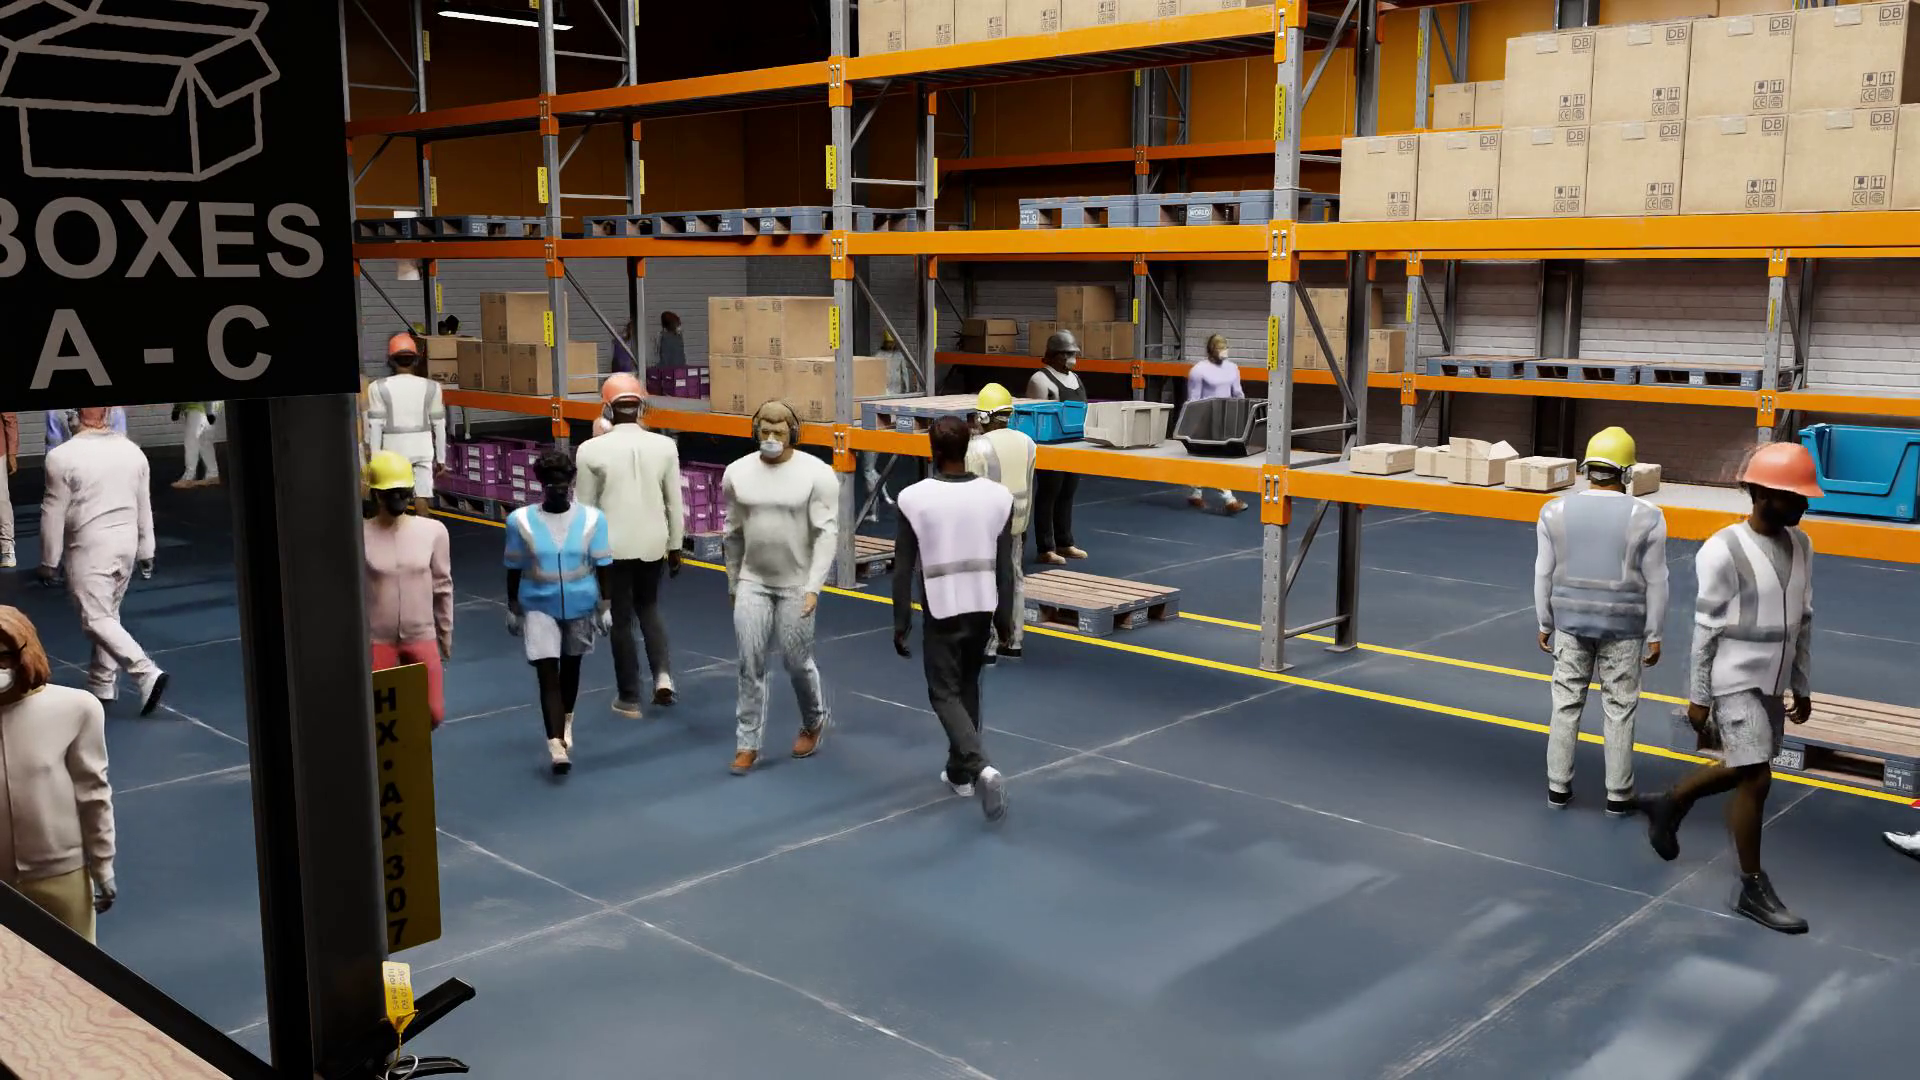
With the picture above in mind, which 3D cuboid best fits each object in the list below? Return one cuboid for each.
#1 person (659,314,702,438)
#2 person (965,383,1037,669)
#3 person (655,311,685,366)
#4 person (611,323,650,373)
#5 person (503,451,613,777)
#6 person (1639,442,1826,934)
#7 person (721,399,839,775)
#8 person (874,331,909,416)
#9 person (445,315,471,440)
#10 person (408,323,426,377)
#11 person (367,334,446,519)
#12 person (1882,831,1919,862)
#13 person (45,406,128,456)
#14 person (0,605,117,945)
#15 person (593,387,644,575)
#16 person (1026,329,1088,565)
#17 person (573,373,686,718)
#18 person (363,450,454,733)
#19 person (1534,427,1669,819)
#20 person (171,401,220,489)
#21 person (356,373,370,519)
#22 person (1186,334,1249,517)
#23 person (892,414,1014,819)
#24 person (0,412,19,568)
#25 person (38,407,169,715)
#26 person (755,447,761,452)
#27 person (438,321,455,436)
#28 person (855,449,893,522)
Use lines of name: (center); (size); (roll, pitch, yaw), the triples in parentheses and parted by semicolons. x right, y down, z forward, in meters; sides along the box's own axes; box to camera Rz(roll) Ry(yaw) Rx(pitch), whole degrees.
person: (-4.402, -2.479, 25.203); (0.903, 1.906, 0.638); (1, 9, 5)
person: (0.220, -0.090, 10.699); (0.403, 1.833, 0.590); (9, 13, 44)
person: (-4.660, -2.726, 26.707); (0.340, 1.882, 0.583); (8, 12, 40)
person: (-4.855, -2.346, 24.641); (0.687, 1.807, 0.386); (3, 10, 19)
person: (-2.049, 0.355, 8.529); (0.544, 1.632, 0.922); (-4, 10, -21)
person: (3.107, 0.533, 6.687); (0.547, 1.900, 0.864); (-4, 10, -24)
person: (-0.912, 0.229, 8.513); (0.642, 1.915, 0.635); (2, 10, 13)
person: (-0.951, -2.089, 23.340); (0.506, 1.690, 0.911); (-4, 10, -24)
person: (-7.570, -2.424, 24.896); (0.514, 1.872, 0.328); (-5, 10, -27)
person: (-8.024, -2.328, 24.652); (0.523, 1.760, 0.327); (7, 12, 38)
person: (-4.653, -0.709, 13.937); (0.643, 2.006, 0.959); (-5, 11, -29)
person: (4.430, 0.509, 6.891); (0.986, 1.870, 0.614); (-1, 9, -9)
person: (-6.738, -0.467, 12.860); (0.563, 1.886, 0.986); (-7, 11, -35)
person: (-2.698, 0.977, 4.788); (0.499, 1.627, 0.270); (-5, 10, -27)
person: (-2.850, -0.490, 13.787); (0.535, 1.615, 0.556); (-9, 13, -44)
person: (0.908, -0.814, 14.505); (0.538, 2.000, 0.684); (6, 11, 34)
person: (-1.903, 0.035, 9.498); (0.607, 1.970, 0.438); (-6, 11, -33)
person: (-2.605, 0.449, 7.664); (0.530, 1.755, 0.504); (-6, 11, -33)
person: (2.994, 0.386, 7.781); (0.591, 1.833, 0.403); (6, 11, 33)
person: (-9.054, -1.512, 19.468); (0.753, 1.816, 0.636); (-9, 13, -43)
person: (-5.943, -0.996, 15.989); (0.544, 1.925, 0.448); (-5, 11, -29)
person: (2.699, -1.204, 17.374); (0.647, 1.885, 1.018); (-7, 11, -35)
person: (0.013, 0.361, 7.817); (0.598, 1.886, 0.839); (-4, 10, -21)
person: (-8.390, -0.746, 14.226); (0.615, 1.994, 0.381); (-2, 10, -14)
person: (-4.918, 0.066, 9.604); (0.844, 1.882, 0.639); (3, 10, 18)
person: (-2.607, -2.062, 22.767); (0.625, 1.844, 0.429); (-9, 13, -43)
person: (-6.893, -1.989, 22.236); (0.534, 1.868, 0.309); (-8, 12, -40)
person: (-0.928, -0.987, 16.820); (0.355, 1.619, 0.528); (6, 11, 33)
